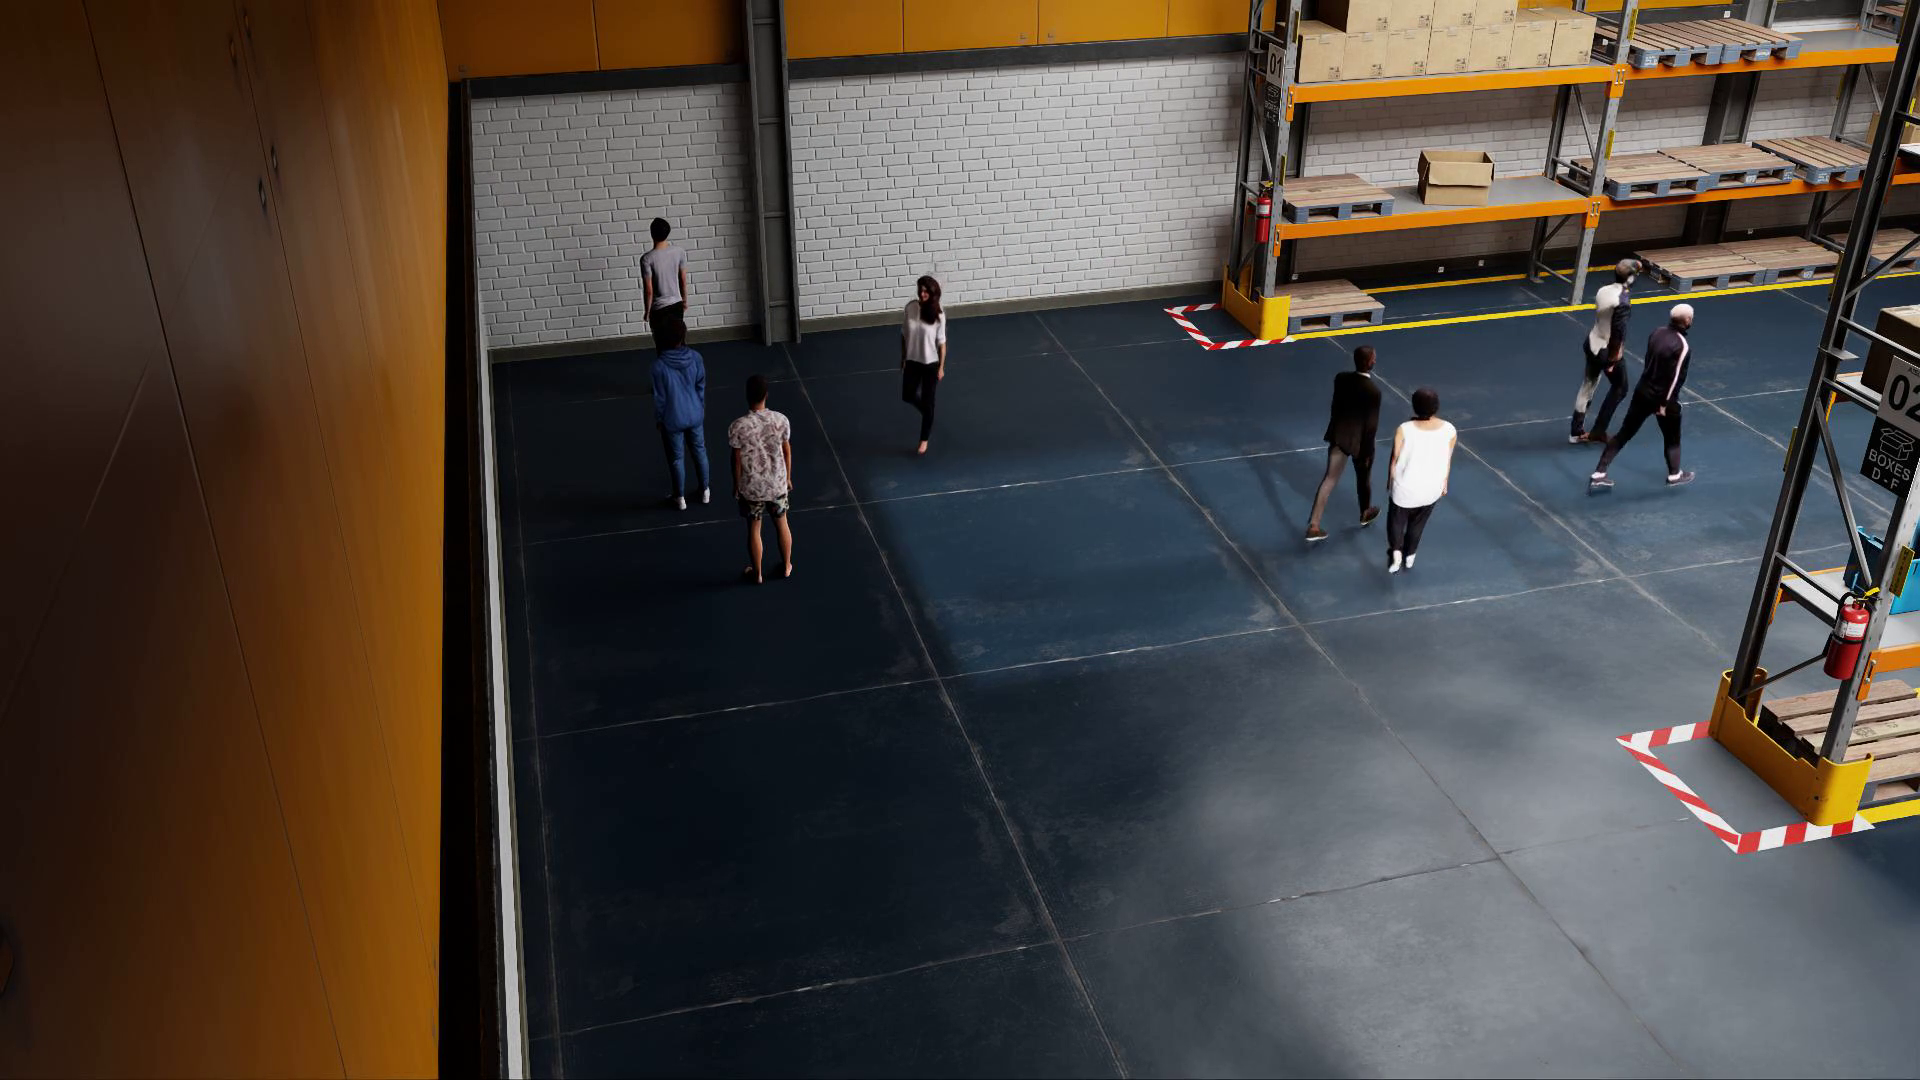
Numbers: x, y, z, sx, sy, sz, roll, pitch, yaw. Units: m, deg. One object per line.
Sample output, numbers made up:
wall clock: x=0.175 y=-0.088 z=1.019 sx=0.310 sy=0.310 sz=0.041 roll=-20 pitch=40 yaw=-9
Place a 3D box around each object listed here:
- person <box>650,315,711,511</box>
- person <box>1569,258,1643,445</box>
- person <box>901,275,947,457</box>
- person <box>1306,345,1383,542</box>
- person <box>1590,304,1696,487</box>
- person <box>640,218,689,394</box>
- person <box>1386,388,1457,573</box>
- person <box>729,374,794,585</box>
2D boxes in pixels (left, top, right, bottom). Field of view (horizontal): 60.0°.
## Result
person: x=-2.484 y=-1.137 z=14.815 sx=0.605 sy=1.803 sz=0.789 roll=-16 pitch=32 yaw=-27
person: x=6.093 y=-1.785 z=15.933 sx=0.698 sy=1.871 sz=0.685 roll=-5 pitch=29 yaw=-9
person: x=-0.319 y=-1.690 z=15.852 sx=0.881 sy=1.781 sz=0.928 roll=13 pitch=31 yaw=22
person: x=3.280 y=-0.780 z=14.215 sx=1.300 sy=1.751 sz=1.041 roll=-23 pitch=36 yaw=-35
person: x=6.180 y=-1.225 z=15.002 sx=1.268 sy=1.779 sz=0.730 roll=-10 pitch=30 yaw=-17
person: x=-3.009 y=-2.383 z=17.037 sx=0.655 sy=1.863 sz=0.798 roll=-23 pitch=36 yaw=-36
person: x=3.754 y=-0.453 z=13.706 sx=0.929 sy=1.665 sz=0.915 roll=4 pitch=29 yaw=8
person: x=-1.611 y=-0.494 z=13.623 sx=0.540 sy=1.816 sz=0.749 roll=-11 pitch=31 yaw=-20
